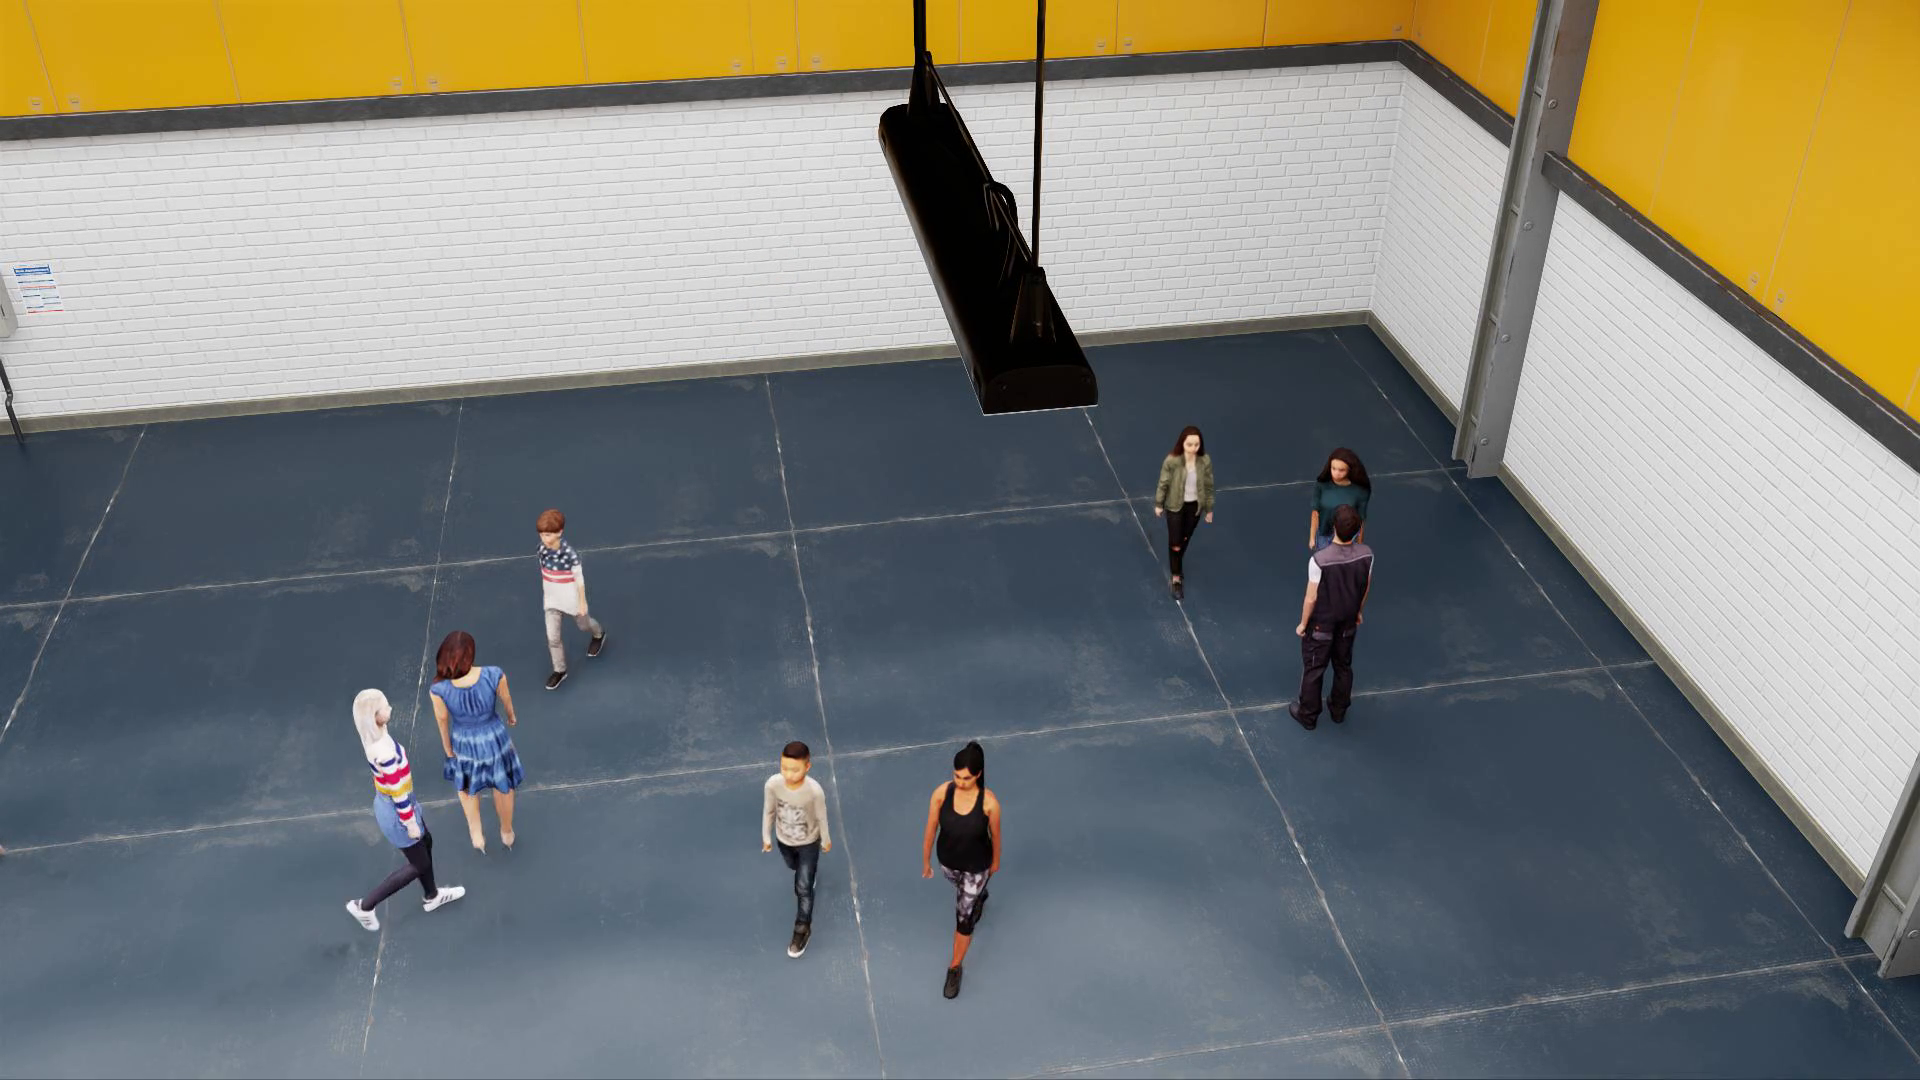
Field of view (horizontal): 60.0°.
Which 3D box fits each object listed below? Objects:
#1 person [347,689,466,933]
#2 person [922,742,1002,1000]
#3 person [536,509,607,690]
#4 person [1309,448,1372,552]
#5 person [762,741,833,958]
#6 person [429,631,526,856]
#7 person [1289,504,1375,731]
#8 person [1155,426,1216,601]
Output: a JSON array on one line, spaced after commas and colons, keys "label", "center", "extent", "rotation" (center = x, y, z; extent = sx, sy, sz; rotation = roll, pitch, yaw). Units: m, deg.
[{"label": "person", "center": [-3.516, 1.686, 10.175], "extent": [0.881, 1.792, 0.961], "rotation": [-16, 37, -22]}, {"label": "person", "center": [0.047, 1.865, 10.059], "extent": [0.945, 1.622, 1.183], "rotation": [10, 35, 14]}, {"label": "person", "center": [-2.934, 0.379, 12.485], "extent": [0.815, 1.412, 1.010], "rotation": [10, 35, 14]}, {"label": "person", "center": [2.967, -0.056, 12.987], "extent": [1.021, 1.580, 1.112], "rotation": [18, 38, 25]}, {"label": "person", "center": [-0.982, 1.793, 10.327], "extent": [0.834, 1.445, 1.073], "rotation": [9, 35, 13]}, {"label": "person", "center": [-3.045, 1.365, 10.652], "extent": [0.708, 1.798, 0.683], "rotation": [-11, 35, -16]}, {"label": "person", "center": [2.655, 0.554, 11.827], "extent": [0.652, 1.848, 0.566], "rotation": [-7, 34, -10]}, {"label": "person", "center": [1.799, -0.307, 13.473], "extent": [0.611, 1.459, 0.788], "rotation": [-5, 34, -7]}]
